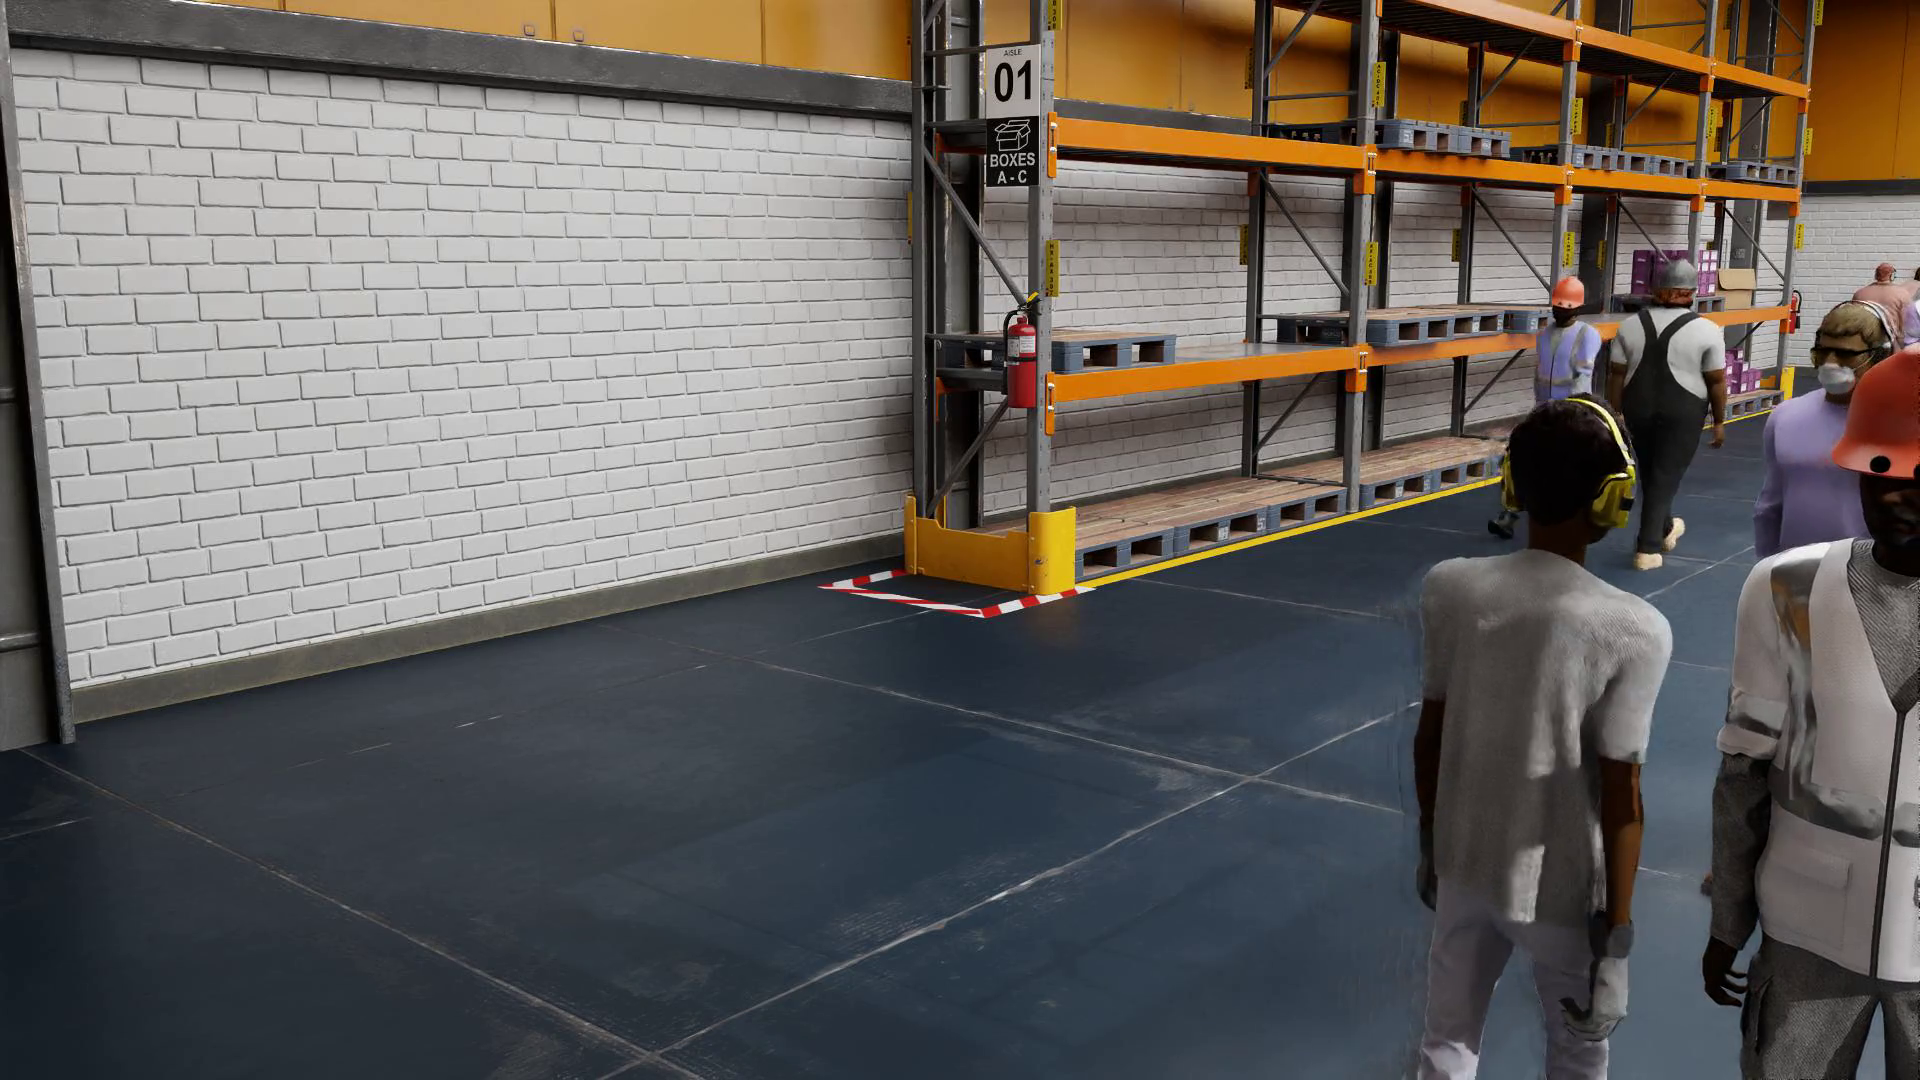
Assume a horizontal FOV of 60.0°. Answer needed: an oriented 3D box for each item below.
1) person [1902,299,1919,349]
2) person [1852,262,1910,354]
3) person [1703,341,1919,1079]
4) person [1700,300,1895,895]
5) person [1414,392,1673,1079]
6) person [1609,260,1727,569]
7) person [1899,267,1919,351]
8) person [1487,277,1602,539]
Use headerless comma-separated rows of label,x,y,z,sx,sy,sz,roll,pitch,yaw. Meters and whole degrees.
person,8.498,-1.452,14.437,0.616,2.022,0.791,5,11,24
person,11.080,-2.384,20.036,0.651,1.906,0.403,9,13,42
person,1.505,0.645,2.710,0.550,1.933,0.374,7,12,34
person,2.806,0.200,5.303,0.802,1.920,0.641,-5,11,-26
person,1.010,0.643,3.073,0.967,1.828,0.539,-9,14,-43
person,4.706,-0.856,10.955,1.022,2.000,0.705,-9,13,-42
person,14.413,-3.243,25.239,0.437,1.811,0.713,-4,11,-20
person,4.250,-0.918,11.806,0.991,1.877,0.538,-7,12,-34
